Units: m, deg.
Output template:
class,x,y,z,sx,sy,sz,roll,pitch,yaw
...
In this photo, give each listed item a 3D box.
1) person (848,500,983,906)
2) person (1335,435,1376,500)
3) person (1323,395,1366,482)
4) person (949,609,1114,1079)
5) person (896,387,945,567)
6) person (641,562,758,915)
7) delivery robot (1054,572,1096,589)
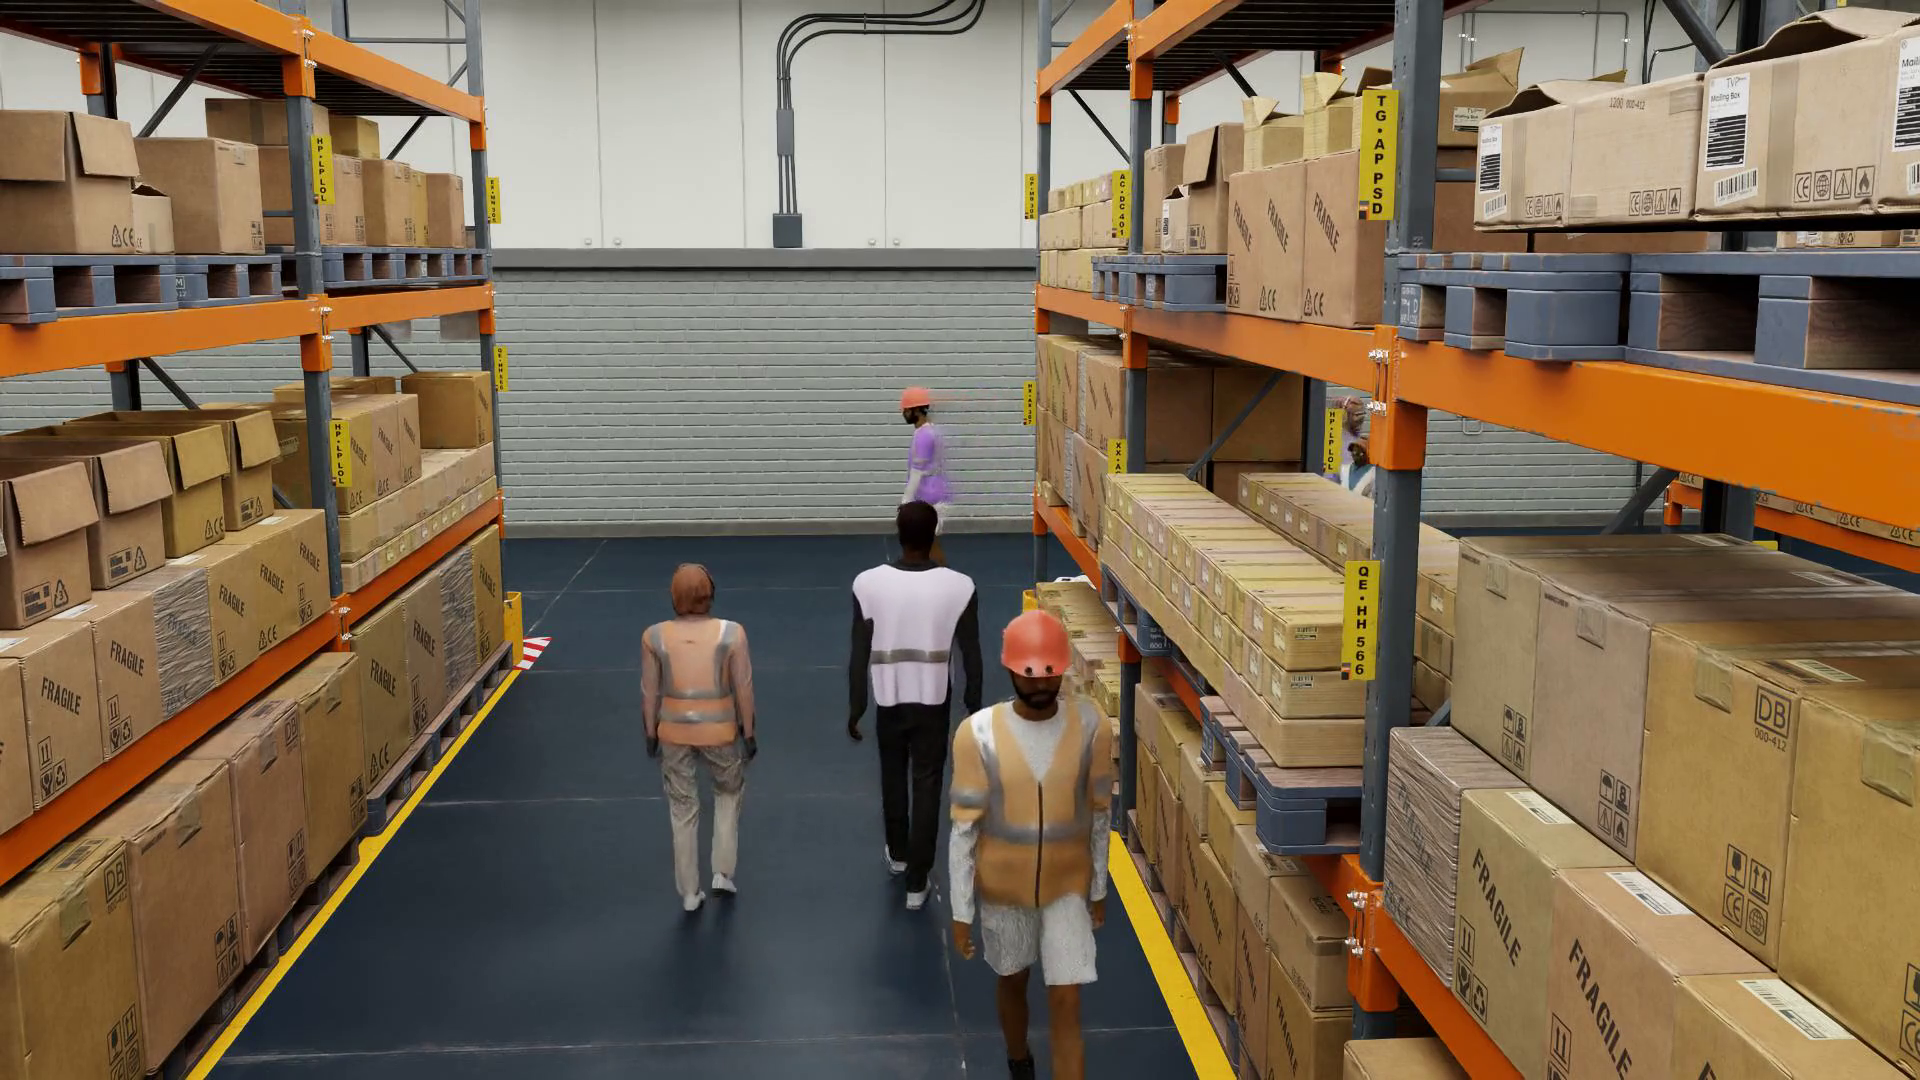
class,x,y,z,sx,sy,sz,roll,pitch,yaw
person,-0.201,0.740,8.021,0.631,1.884,0.844,0,10,3
person,3.236,-0.065,13.555,0.414,1.614,0.576,-7,12,-36
person,3.253,-0.278,14.062,0.471,1.887,0.669,9,13,42
person,0.249,1.172,5.474,0.565,1.887,0.970,-1,10,-4
person,-0.372,-0.379,14.575,0.593,1.911,0.541,-1,10,-5
person,-1.210,0.918,7.718,0.556,1.624,0.415,0,10,2
delivery robot,1.113,0.435,13.474,0.707,0.478,0.477,2,10,14
